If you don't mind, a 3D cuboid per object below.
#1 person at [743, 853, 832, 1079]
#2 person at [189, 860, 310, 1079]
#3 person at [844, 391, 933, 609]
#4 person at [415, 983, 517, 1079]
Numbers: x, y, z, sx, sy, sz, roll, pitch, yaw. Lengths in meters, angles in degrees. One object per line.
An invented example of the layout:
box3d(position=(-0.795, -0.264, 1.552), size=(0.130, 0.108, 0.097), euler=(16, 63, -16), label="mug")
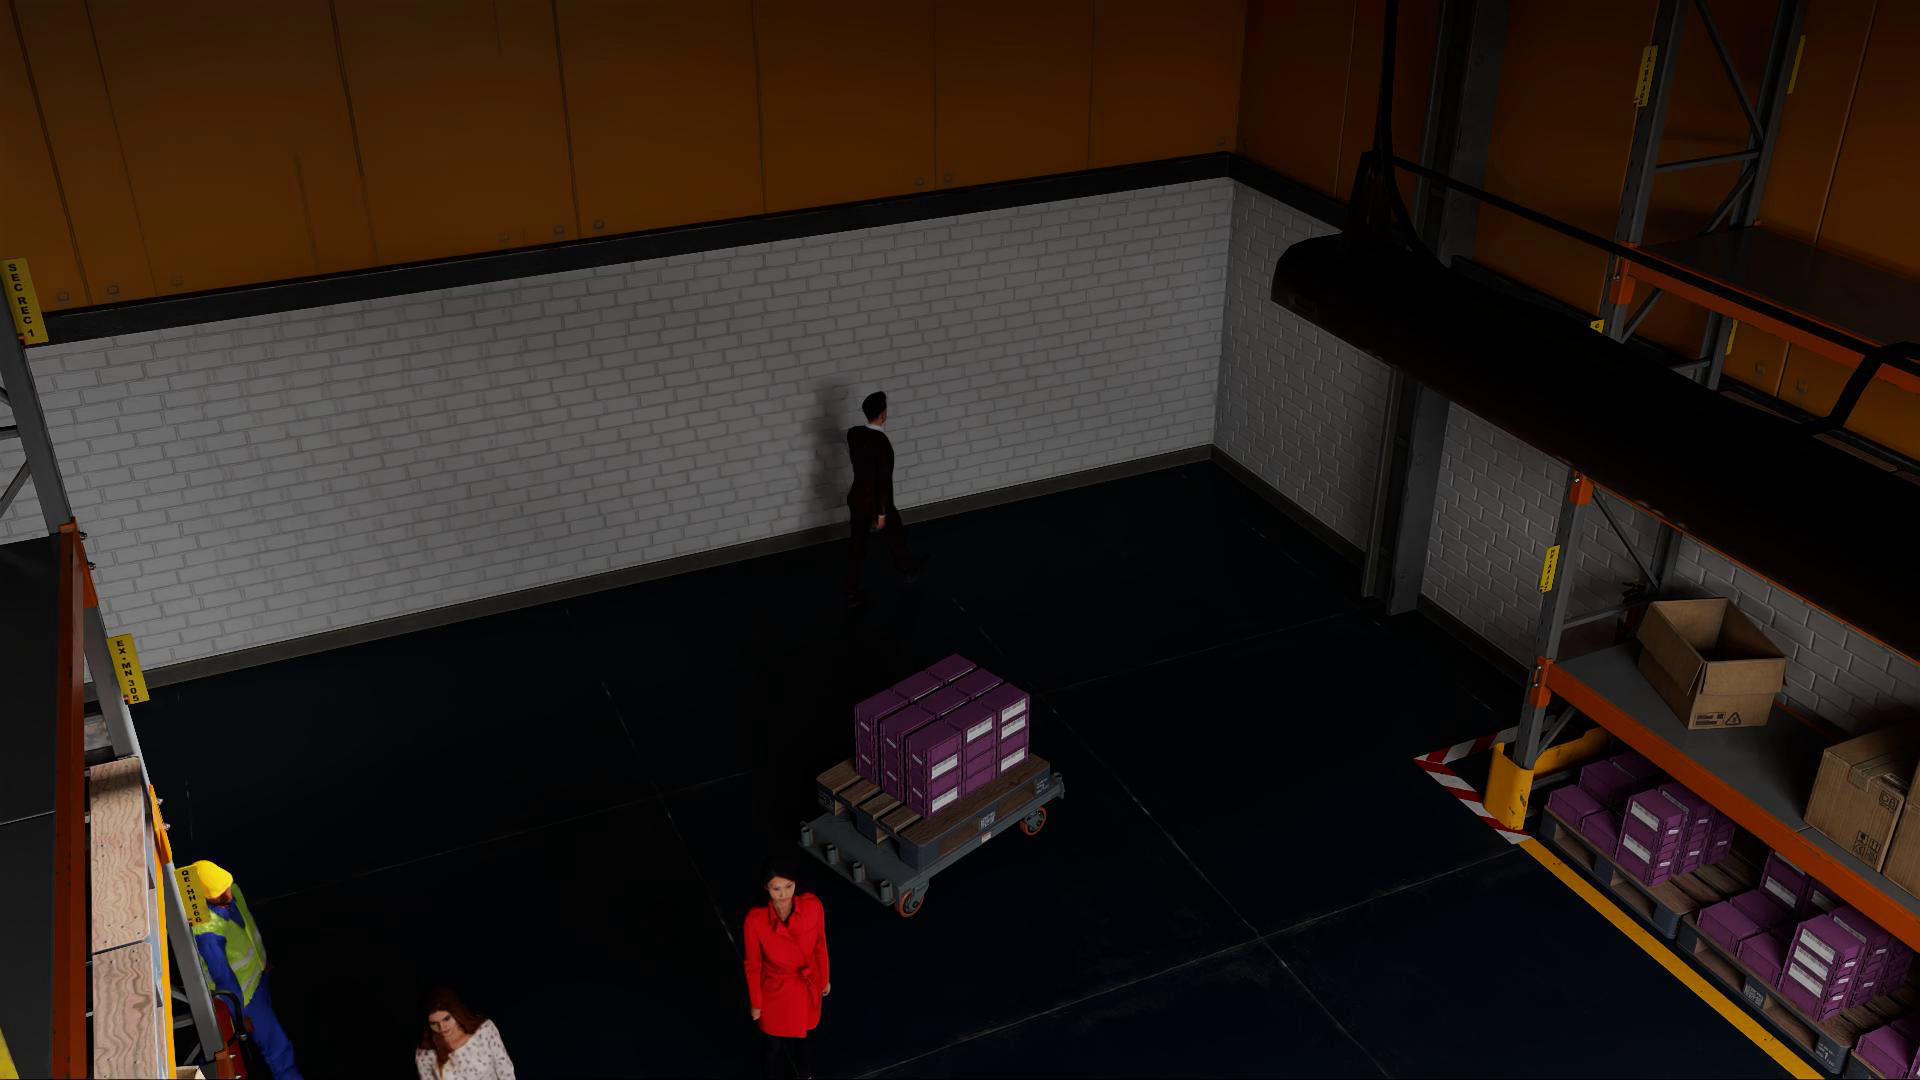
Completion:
box3d(position=(-0.906, 2.367, 8.769), size=(0.605, 1.748, 0.584), euler=(-12, 31, -22), label="person")
box3d(position=(-3.864, 2.356, 8.762), size=(0.914, 1.775, 1.038), euler=(-6, 29, -11), label="person")
box3d(position=(-0.771, -0.273, 13.531), size=(1.179, 1.823, 1.068), euler=(21, 35, 34), label="person")
box3d(position=(-2.393, 2.753, 8.107), size=(0.691, 1.705, 1.040), euler=(-18, 33, -30), label="person")
